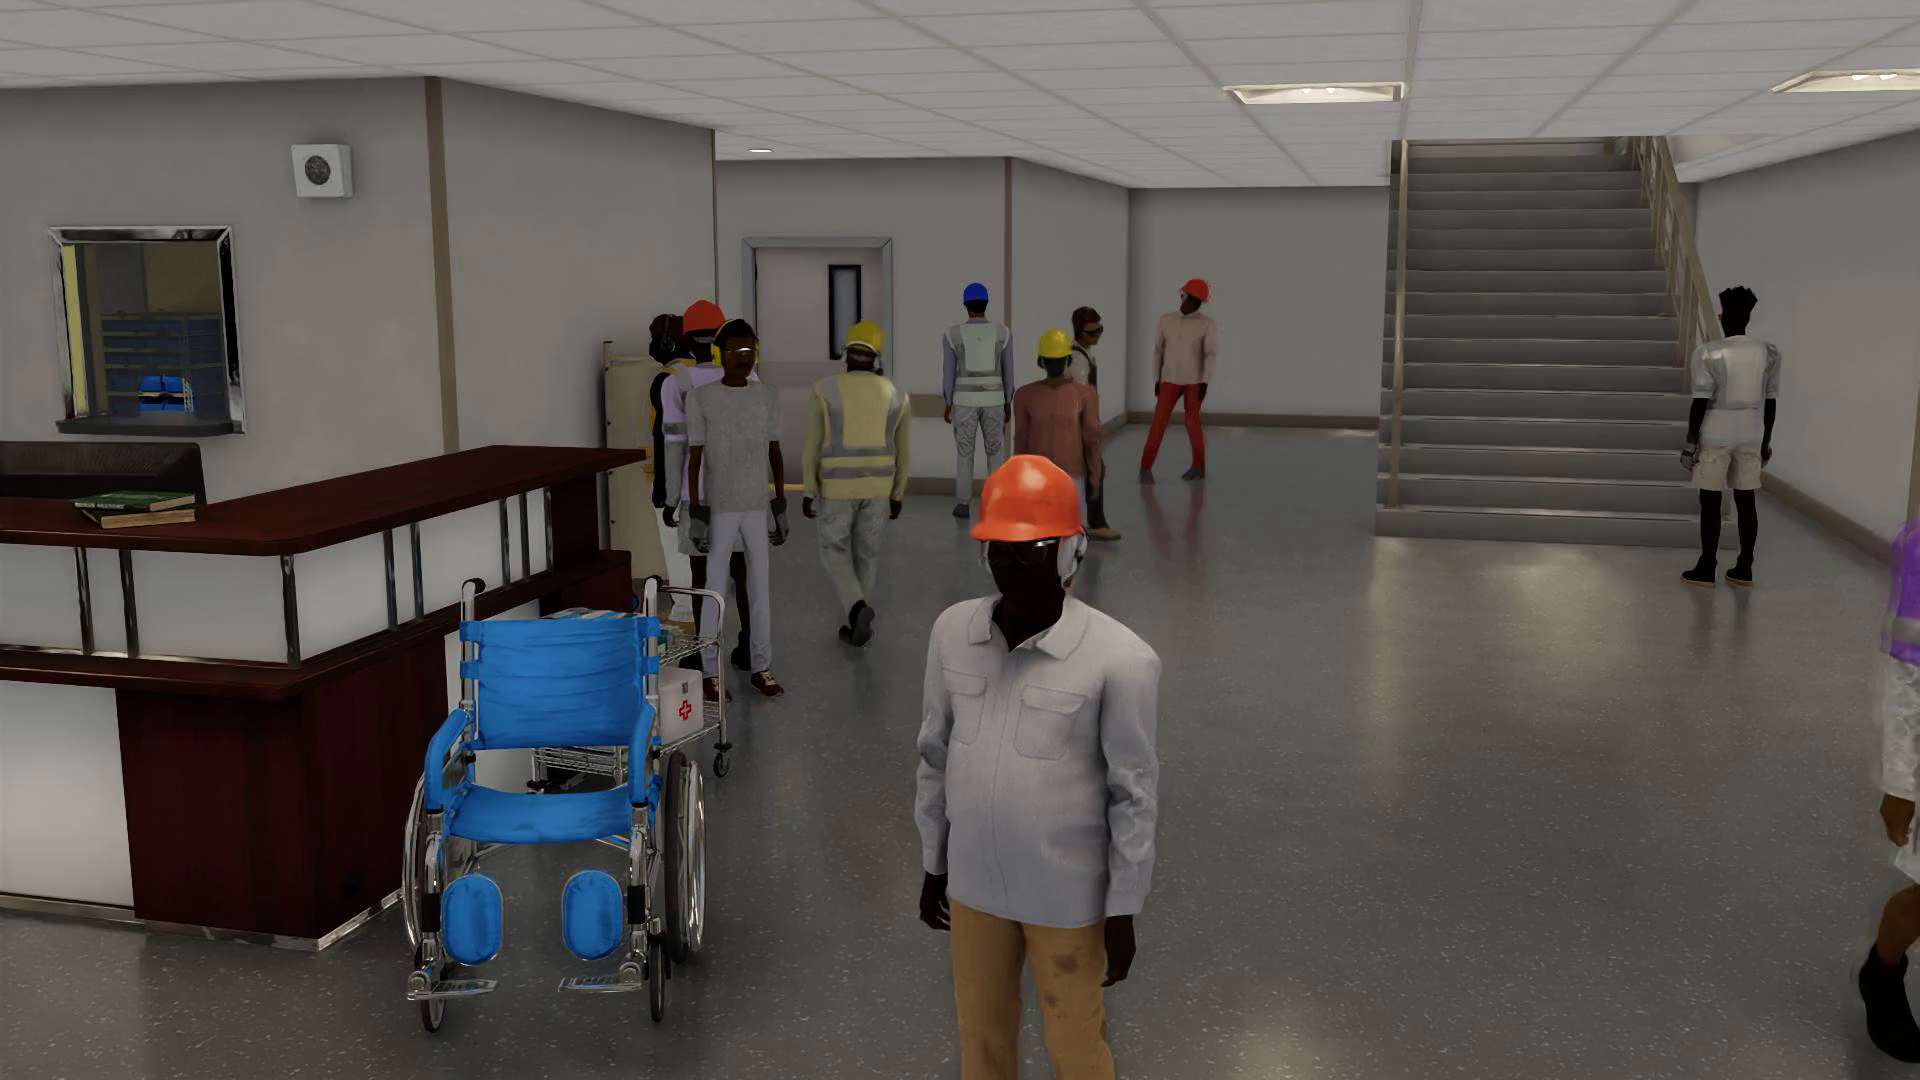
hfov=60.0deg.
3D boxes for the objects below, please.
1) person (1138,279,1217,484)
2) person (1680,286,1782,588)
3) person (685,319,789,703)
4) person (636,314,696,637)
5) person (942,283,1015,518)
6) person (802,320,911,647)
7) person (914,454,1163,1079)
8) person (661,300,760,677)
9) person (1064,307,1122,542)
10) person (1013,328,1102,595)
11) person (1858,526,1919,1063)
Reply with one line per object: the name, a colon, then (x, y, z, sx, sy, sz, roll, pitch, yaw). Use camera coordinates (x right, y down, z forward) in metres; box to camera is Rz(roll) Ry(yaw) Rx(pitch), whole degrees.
person: (2.091, -1.509, 15.911, 0.684, 1.932, 0.703, 4, 10, 22)
person: (5.007, -0.661, 10.841, 0.613, 1.957, 0.361, -1, 10, -7)
person: (-1.075, -0.140, 8.077, 0.514, 1.861, 0.321, -5, 11, -27)
person: (-1.622, -0.368, 9.506, 0.429, 1.837, 0.629, 1, 10, 7)
person: (0.149, -1.145, 13.751, 0.601, 1.940, 0.395, -1, 10, -7)
person: (-0.555, -0.287, 9.078, 0.611, 1.811, 0.514, -4, 10, -20)
person: (0.135, 0.693, 3.464, 0.566, 1.755, 0.321, 6, 12, 33)
person: (-1.281, -0.261, 8.574, 0.542, 1.930, 0.374, -5, 11, -29)
person: (0.920, -0.825, 12.301, 0.683, 1.790, 0.604, 2, 10, 14)
person: (0.587, -0.405, 9.984, 0.528, 1.742, 0.742, 1, 10, 6)
person: (2.531, 0.519, 4.090, 0.558, 1.900, 0.965, 1, 10, 7)
